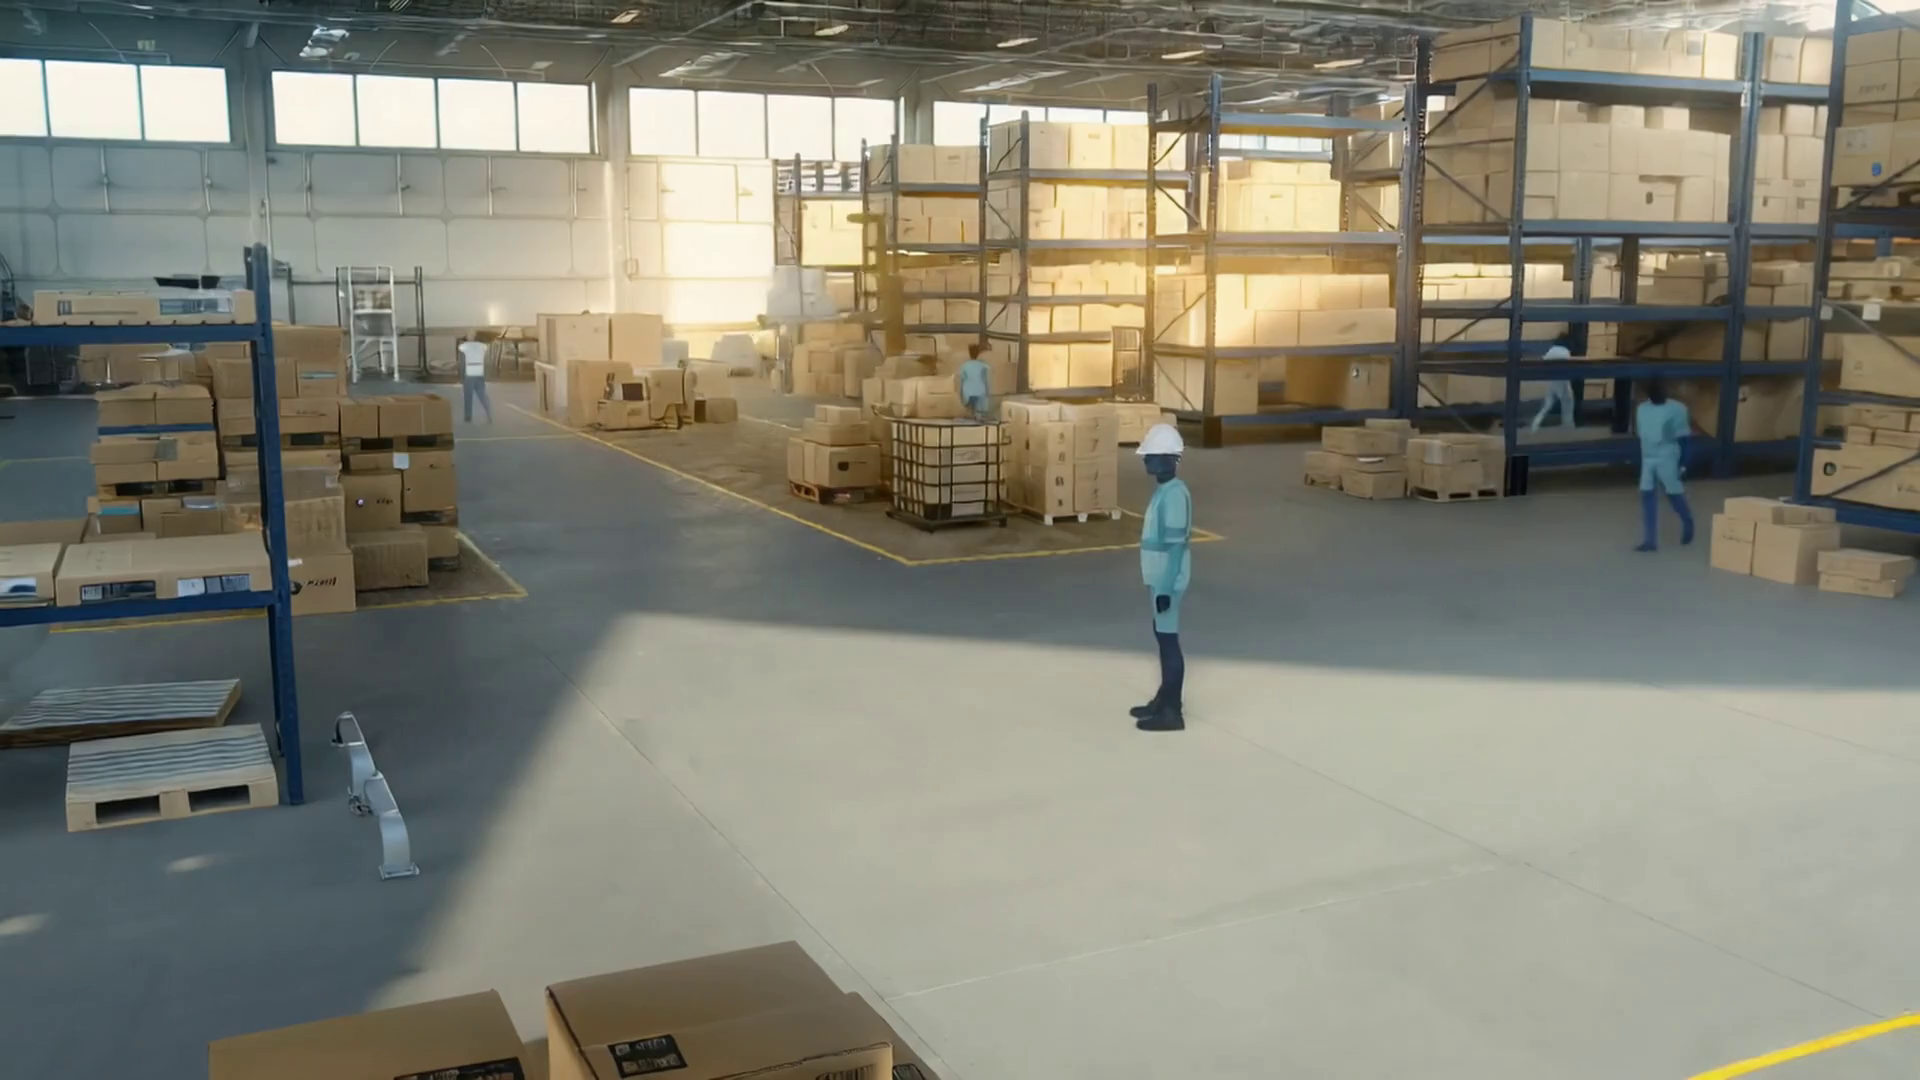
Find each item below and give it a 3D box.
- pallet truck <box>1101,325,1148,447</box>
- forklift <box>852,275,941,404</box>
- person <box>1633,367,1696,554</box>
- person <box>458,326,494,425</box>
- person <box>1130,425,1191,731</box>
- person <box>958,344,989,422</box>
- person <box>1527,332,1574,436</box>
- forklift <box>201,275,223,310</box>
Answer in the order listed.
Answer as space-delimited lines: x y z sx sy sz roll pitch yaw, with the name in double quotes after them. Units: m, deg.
2.881 -2.596 27.923 0.823 1.965 1.885 -1 9 -7 "pallet truck"
-1.400 -4.431 36.581 1.873 2.768 1.129 -1 9 -9 "forklift"
7.325 -0.826 17.190 0.846 1.924 0.655 -5 10 -28 "person"
-9.175 -3.119 31.537 0.601 1.892 0.876 -8 12 -40 "person"
1.276 0.239 10.520 0.357 1.938 0.542 0 9 0 "person"
0.236 -2.472 28.104 0.543 1.686 0.485 -1 9 -8 "person"
10.029 -2.562 28.031 0.990 1.903 0.642 -3 10 -17 "person"
-16.529 -4.474 36.844 1.873 2.768 1.129 -4 10 -25 "forklift"
